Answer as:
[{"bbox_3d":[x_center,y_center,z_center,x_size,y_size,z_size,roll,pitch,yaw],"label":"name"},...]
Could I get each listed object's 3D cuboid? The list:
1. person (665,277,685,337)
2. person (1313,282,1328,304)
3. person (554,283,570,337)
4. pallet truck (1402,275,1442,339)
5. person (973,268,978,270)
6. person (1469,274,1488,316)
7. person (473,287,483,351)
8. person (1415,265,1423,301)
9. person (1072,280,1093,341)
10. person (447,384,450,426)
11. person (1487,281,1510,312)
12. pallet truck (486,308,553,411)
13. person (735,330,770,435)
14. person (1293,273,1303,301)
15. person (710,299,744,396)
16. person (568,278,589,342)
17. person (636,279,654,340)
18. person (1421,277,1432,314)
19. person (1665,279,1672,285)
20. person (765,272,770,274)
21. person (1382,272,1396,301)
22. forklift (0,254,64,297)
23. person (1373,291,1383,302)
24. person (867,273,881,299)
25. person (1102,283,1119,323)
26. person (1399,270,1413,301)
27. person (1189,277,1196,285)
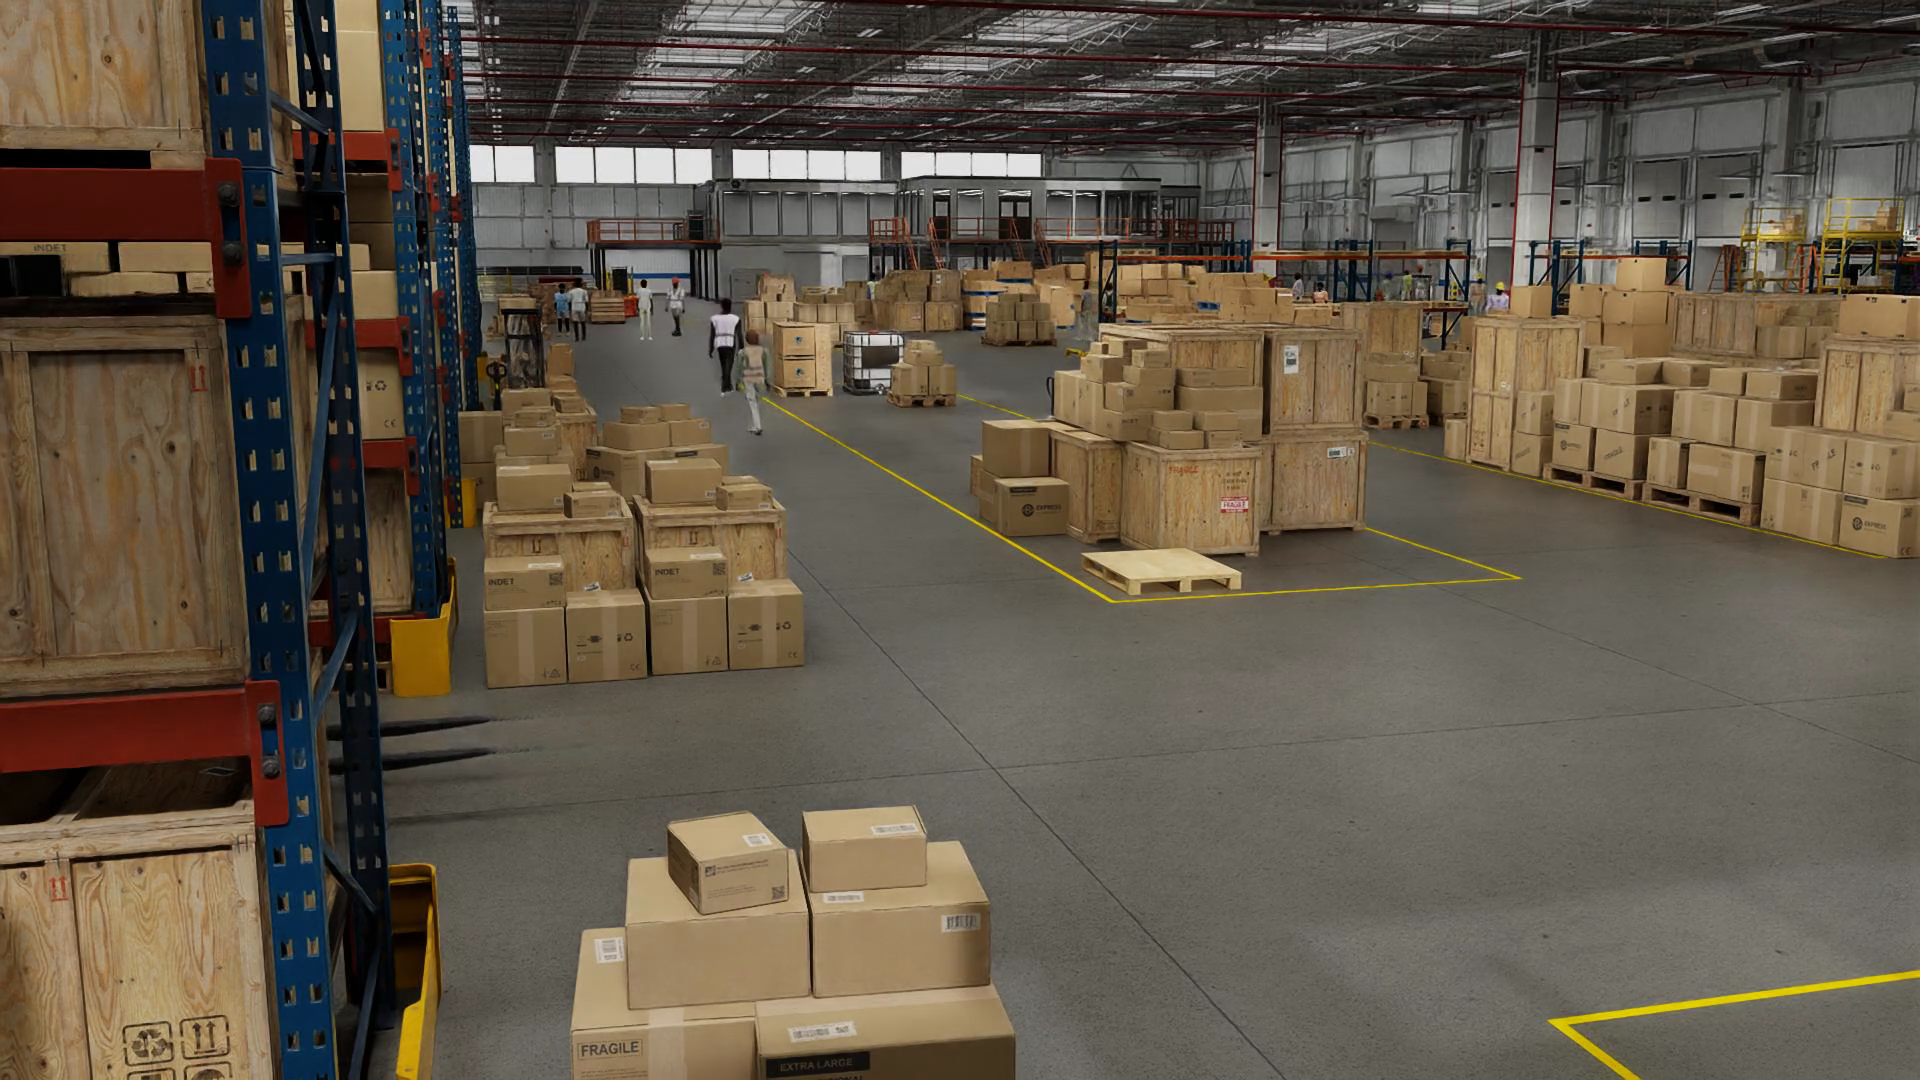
[{"bbox_3d":[-9.090,-7.444,53.175,0.562,1.885,1.013,3,10,15],"label":"person"},{"bbox_3d":[11.973,-7.726,55.312,0.530,1.690,0.322,7,12,35],"label":"person"},{"bbox_3d":[-12.662,-7.323,53.007,0.533,1.694,0.320,0,10,2],"label":"person"},{"bbox_3d":[14.620,-7.324,52.145,0.823,1.965,1.885,8,13,40],"label":"pallet truck"},{"bbox_3d":[0.722,-11.726,77.401,0.356,1.883,0.573,-1,10,-6],"label":"person"},{"bbox_3d":[18.622,-8.589,59.634,0.615,1.873,0.969,1,10,8],"label":"person"},{"bbox_3d":[-13.110,-6.009,44.574,0.536,2.000,0.688,3,10,17],"label":"person"},{"bbox_3d":[21.646,-11.933,78.292,0.653,1.971,0.565,-7,12,-33],"label":"person"},{"bbox_3d":[3.732,-6.942,50.438,0.510,1.834,0.847,-8,13,-38],"label":"person"},{"bbox_3d":[-6.345,-1.584,20.084,0.429,1.844,0.625,7,12,36],"label":"person"},{"bbox_3d":[14.935,-6.229,46.200,0.584,1.908,0.562,3,10,15],"label":"person"},{"bbox_3d":[-6.242,-2.418,24.362,0.823,1.965,1.885,1,10,3],"label":"pallet truck"},{"bbox_3d":[-3.156,-2.408,25.429,0.526,1.603,0.837,-5,11,-28],"label":"person"},{"bbox_3d":[13.279,-9.588,65.407,0.430,1.845,0.622,1,10,7],"label":"person"},{"bbox_3d":[-4.486,-3.718,32.121,0.613,1.856,1.054,2,10,9],"label":"person"},{"bbox_3d":[-11.518,-6.944,50.243,0.603,1.923,0.967,-2,10,-10],"label":"person"},{"bbox_3d":[-9.672,-7.059,51.016,0.533,1.865,0.311,-3,10,-14],"label":"person"},{"bbox_3d":[15.147,-7.624,54.019,0.379,1.937,0.629,7,12,35],"label":"person"},{"bbox_3d":[20.932,-6.773,49.282,0.564,1.915,0.604,2,10,9],"label":"person"},{"bbox_3d":[-7.225,-9.164,62.874,0.565,1.882,0.975,-6,12,-32],"label":"person"},{"bbox_3d":[16.672,-9.510,64.853,0.968,1.881,0.596,4,11,22],"label":"person"},{"bbox_3d":[-4.473,0.038,7.958,1.873,2.768,1.129,-3,10,-15],"label":"forklift"},{"bbox_3d":[9.443,-4.716,37.750,0.607,1.862,0.585,-3,11,-18],"label":"person"},{"bbox_3d":[-3.126,-8.695,60.133,0.591,1.919,0.392,-9,13,-41],"label":"person"},{"bbox_3d":[4.463,-6.760,49.553,0.515,1.800,0.985,2,10,12],"label":"person"},{"bbox_3d":[19.733,-11.027,73.608,0.634,1.830,0.429,-4,11,-22],"label":"person"},{"bbox_3d":[8.806,-9.151,63.295,0.487,1.715,0.768,4,11,22],"label":"person"}]
